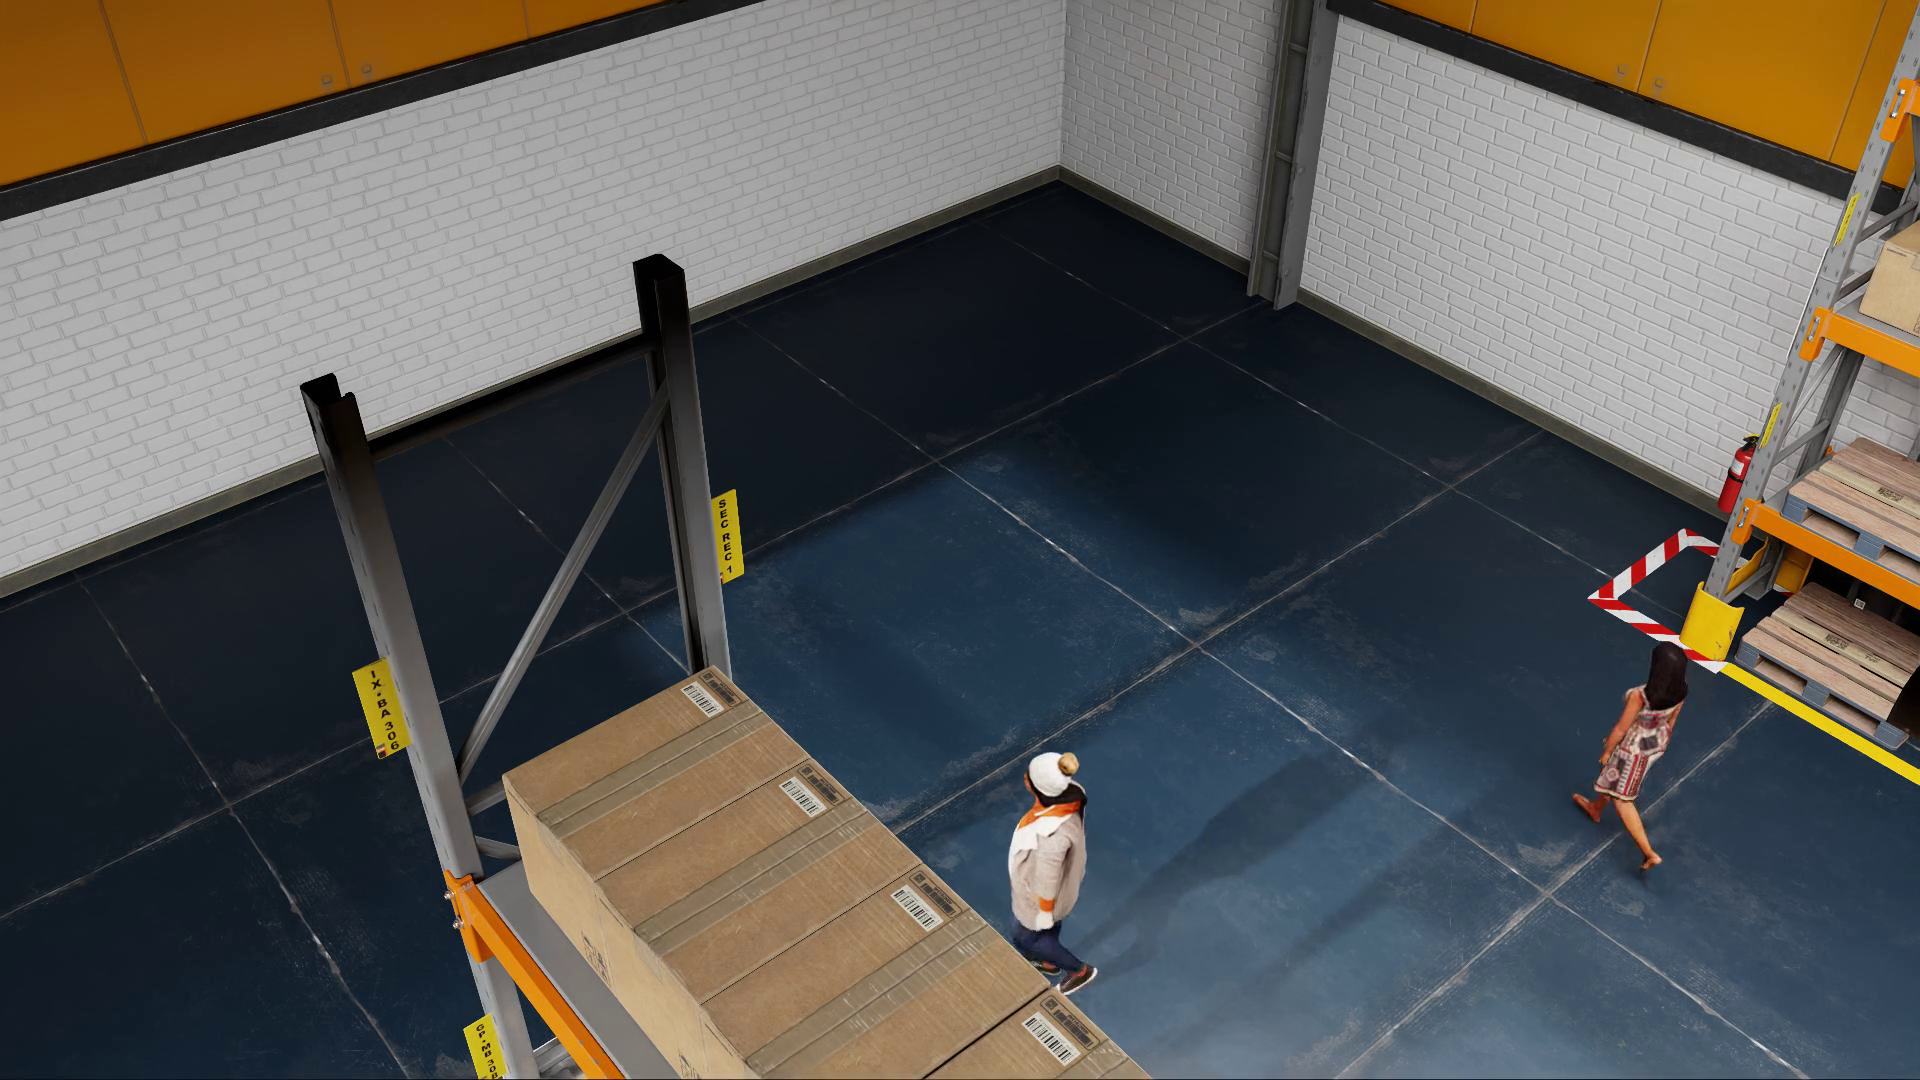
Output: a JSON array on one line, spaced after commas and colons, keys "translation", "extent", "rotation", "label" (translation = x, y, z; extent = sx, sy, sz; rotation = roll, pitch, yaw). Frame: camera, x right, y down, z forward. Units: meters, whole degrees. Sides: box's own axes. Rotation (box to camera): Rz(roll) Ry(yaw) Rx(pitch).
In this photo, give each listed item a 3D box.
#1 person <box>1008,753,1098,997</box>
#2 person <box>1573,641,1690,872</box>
[{"translation": [0.581, 1.874, 9.233], "extent": [0.964, 1.876, 0.903], "rotation": [8, 39, 10], "label": "person"}, {"translation": [4.175, 1.322, 10.129], "extent": [0.809, 1.622, 1.100], "rotation": [-15, 41, -18], "label": "person"}]
